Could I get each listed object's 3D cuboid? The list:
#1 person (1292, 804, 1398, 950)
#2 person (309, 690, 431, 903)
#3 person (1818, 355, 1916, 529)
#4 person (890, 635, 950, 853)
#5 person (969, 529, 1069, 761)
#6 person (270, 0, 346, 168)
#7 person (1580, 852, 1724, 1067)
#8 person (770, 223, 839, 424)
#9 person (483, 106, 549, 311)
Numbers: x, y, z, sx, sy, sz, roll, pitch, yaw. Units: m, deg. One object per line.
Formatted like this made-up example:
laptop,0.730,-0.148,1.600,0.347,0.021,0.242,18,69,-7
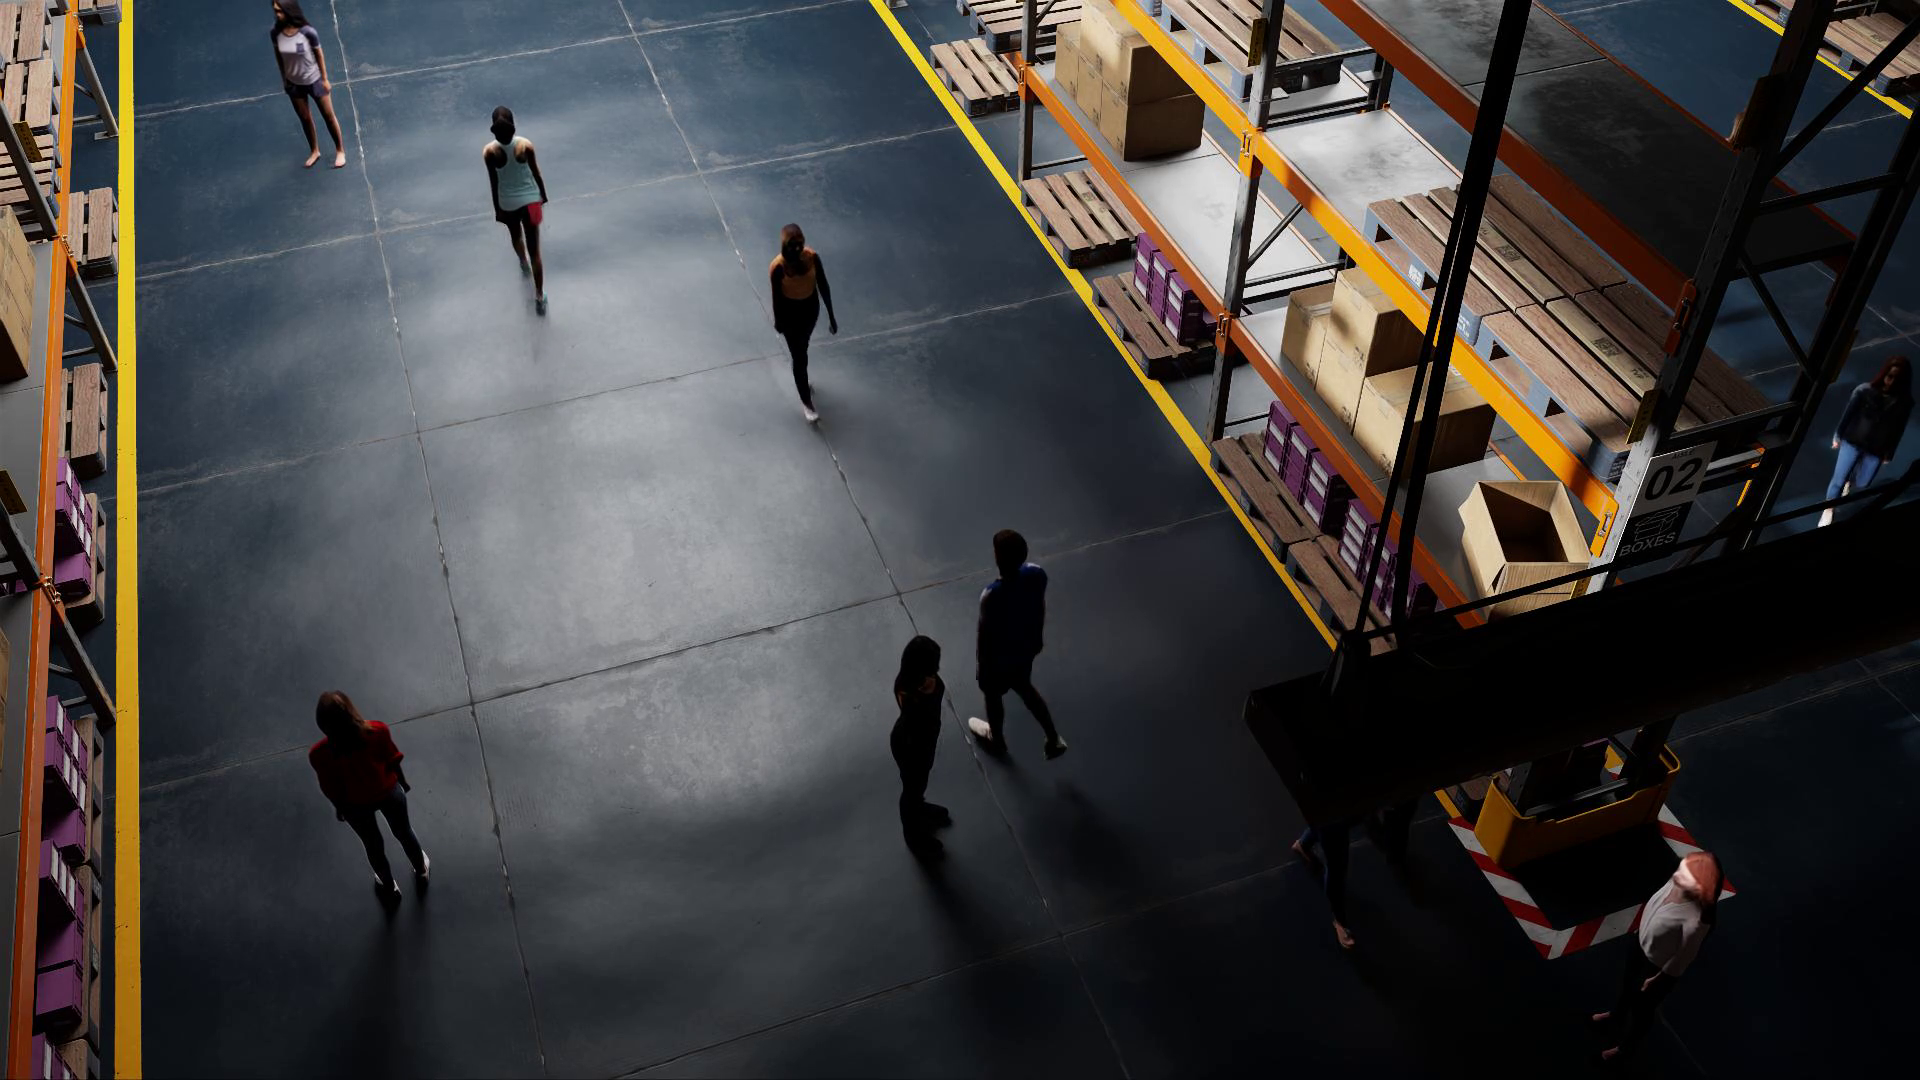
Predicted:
person,2.152,1.497,9.514,0.602,1.567,1.014,-15,46,-15
person,-3.350,1.456,9.457,0.660,1.705,0.585,-24,49,-23
person,6.498,-0.730,11.923,0.818,1.470,0.879,18,46,18
person,-0.246,1.171,9.770,0.742,1.687,0.646,8,44,8
person,0.361,0.718,10.131,1.096,1.845,0.907,34,53,31
person,-6.087,-4.296,15.494,0.667,1.707,0.655,2,44,2
person,3.626,2.173,8.664,0.724,1.762,0.592,4,44,5
person,-1.280,-1.810,12.965,0.688,1.596,1.012,-22,48,-21
person,-3.648,-2.721,13.831,0.665,1.720,1.115,-11,45,-11
